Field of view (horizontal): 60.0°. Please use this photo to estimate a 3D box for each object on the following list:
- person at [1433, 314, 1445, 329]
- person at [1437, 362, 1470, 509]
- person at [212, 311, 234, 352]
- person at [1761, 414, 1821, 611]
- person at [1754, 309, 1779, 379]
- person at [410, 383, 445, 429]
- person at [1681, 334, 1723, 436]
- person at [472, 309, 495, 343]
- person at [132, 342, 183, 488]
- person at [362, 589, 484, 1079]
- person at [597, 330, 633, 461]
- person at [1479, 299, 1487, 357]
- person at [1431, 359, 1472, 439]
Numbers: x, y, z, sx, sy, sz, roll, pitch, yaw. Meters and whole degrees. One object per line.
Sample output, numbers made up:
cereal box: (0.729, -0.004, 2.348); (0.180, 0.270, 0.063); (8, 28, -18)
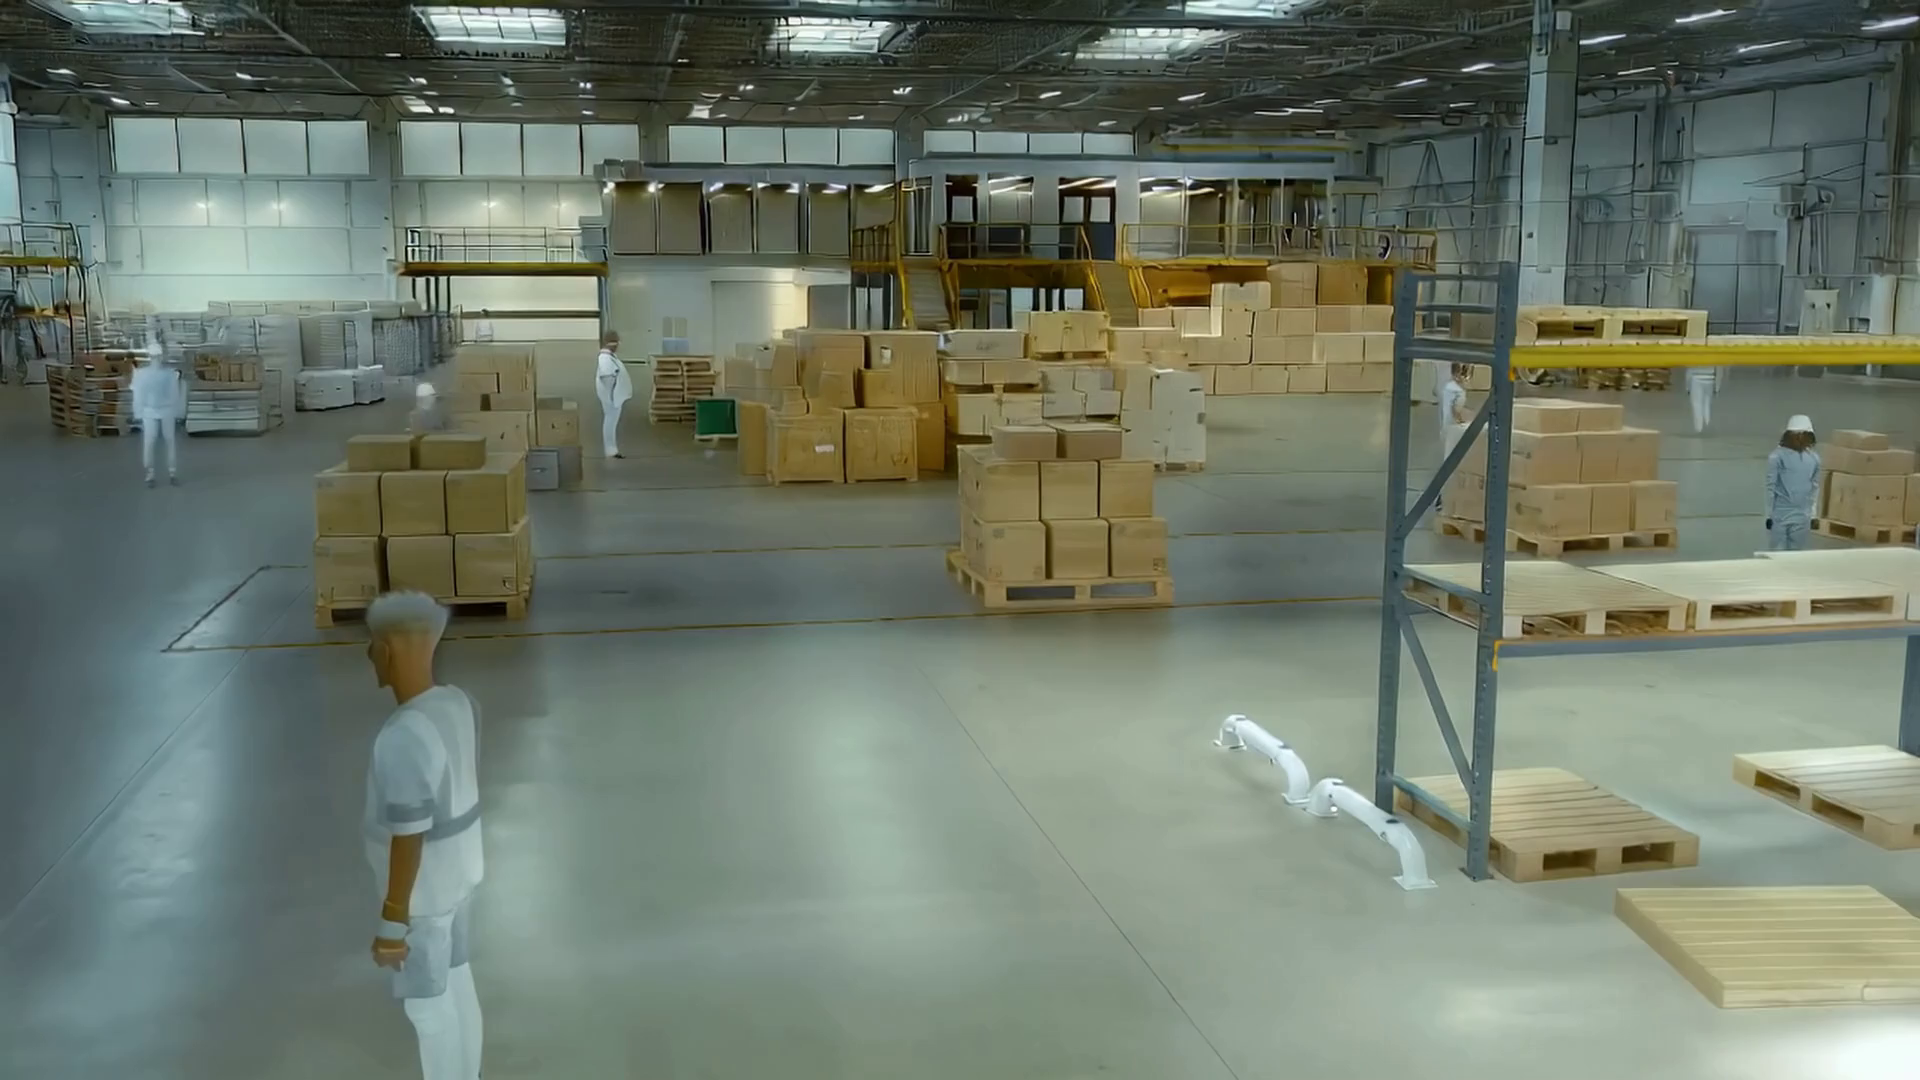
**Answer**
person: (13.599, -5.734, 47.878); (0.650, 1.789, 0.944); (7, 11, 35)
person: (6.125, -1.286, 20.548); (0.313, 1.866, 0.538); (-2, 9, -9)
person: (-16.916, -4.228, 38.077); (0.636, 1.990, 1.049); (4, 10, 25)
person: (7.196, -0.216, 14.393); (0.487, 1.746, 0.285); (-1, 9, -7)
person: (21.821, -5.295, 44.904); (0.630, 1.899, 0.983); (-1, 9, -3)
person: (-5.865, -0.882, 18.495); (0.874, 1.732, 0.530); (3, 10, 19)
person: (13.226, -2.771, 29.733); (0.638, 1.824, 0.610); (-1, 9, -5)
person: (-13.115, -5.431, 45.814); (0.588, 1.867, 0.617); (-2, 10, -15)
person: (-10.970, -1.717, 22.780); (0.612, 1.995, 0.393); (-7, 12, -36)
person: (-1.779, 1.130, 5.514); (0.367, 1.966, 0.606); (0, 9, 1)
person: (-5.382, -2.261, 25.961); (0.538, 2.000, 0.689); (-2, 9, -10)
person: (17.505, -7.117, 55.900); (0.585, 1.929, 0.377); (4, 10, 21)
person: (8.550, -2.680, 28.883); (0.662, 1.913, 0.770); (4, 10, 21)
